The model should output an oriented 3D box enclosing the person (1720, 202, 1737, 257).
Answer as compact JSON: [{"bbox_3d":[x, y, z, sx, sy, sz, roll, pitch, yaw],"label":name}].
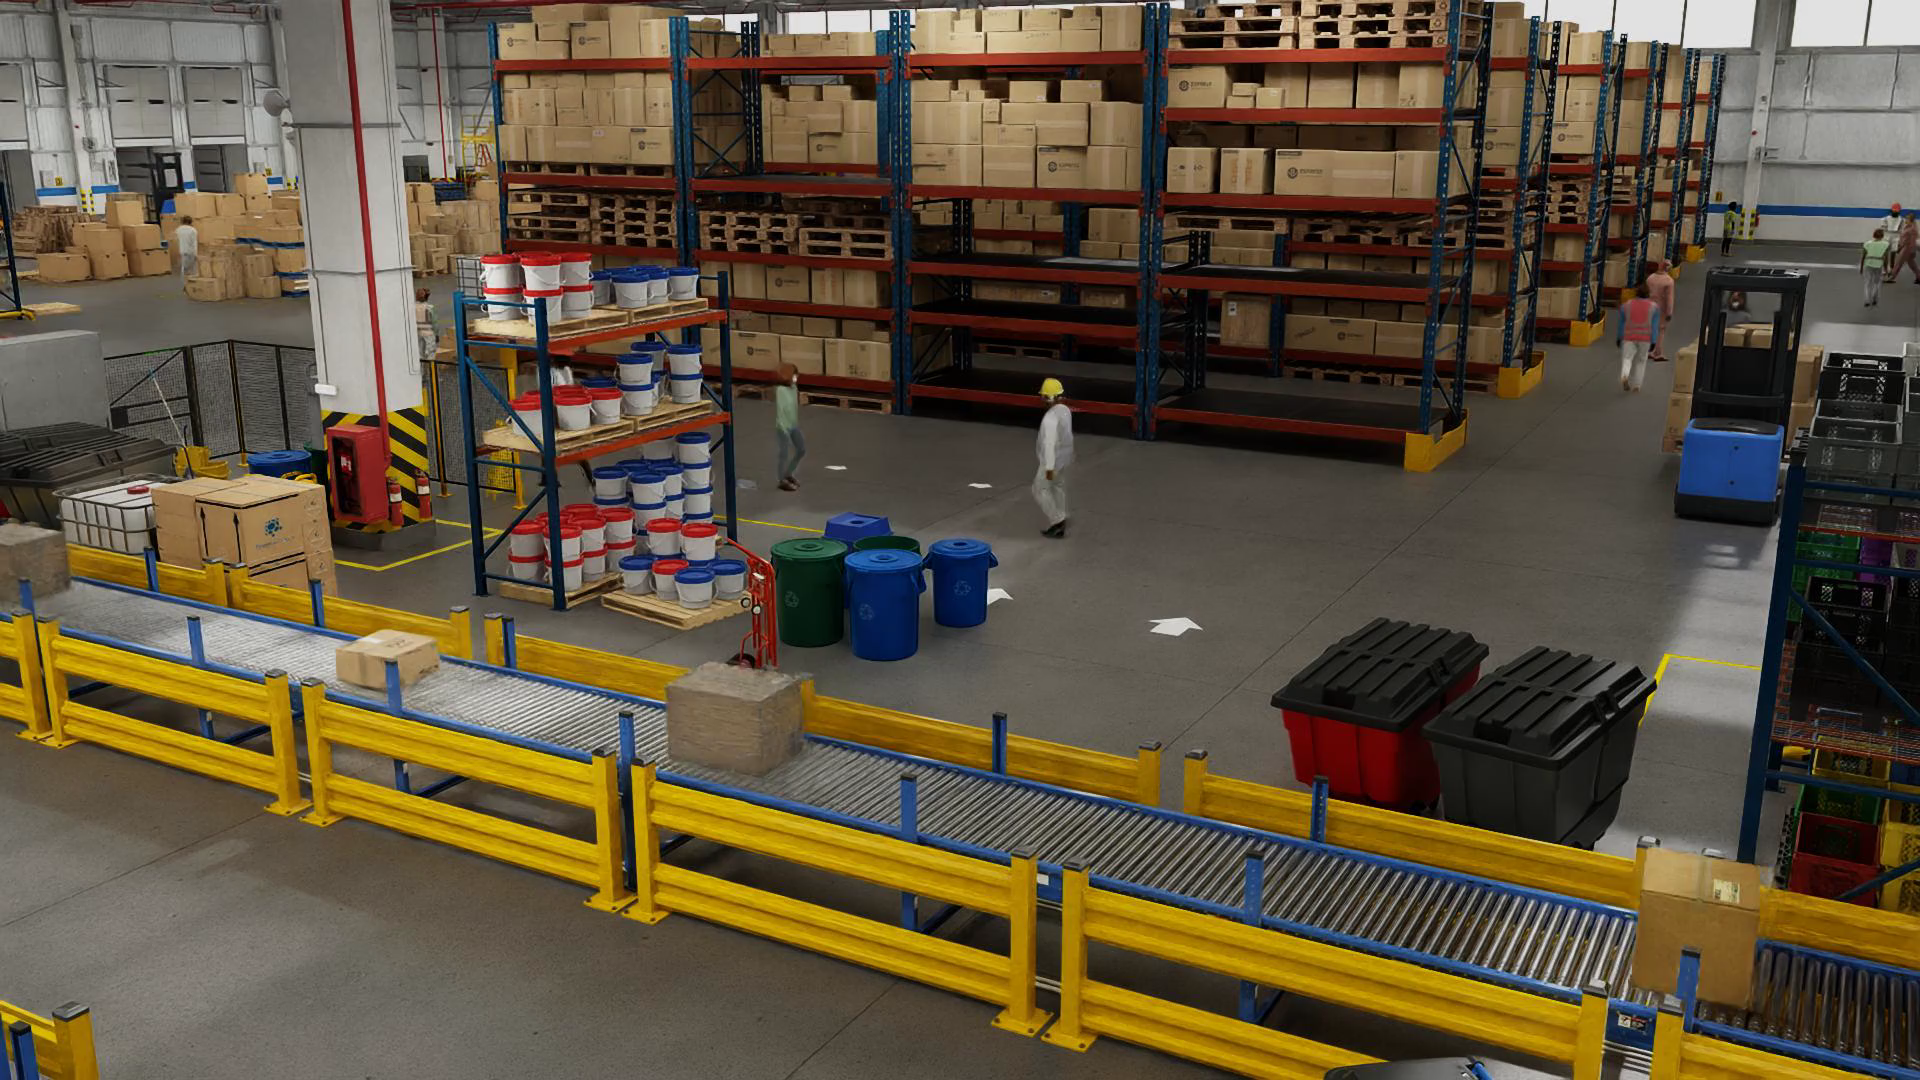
[{"bbox_3d":[23.896,-9.648,51.634,0.317,1.695,0.540,-1,15,-2],"label":"person"}]

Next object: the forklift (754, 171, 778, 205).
[{"bbox_3d":[-6.154,-10.489,52.531,1.129,2.768,1.873,8,17,27],"label":"forklift"}]

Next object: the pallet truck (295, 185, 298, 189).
[{"bbox_3d":[-26.804,-14.617,69.738,1.885,1.965,0.823,-14,20,-42],"label":"pallet truck"}]

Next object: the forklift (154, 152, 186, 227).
[{"bbox_3d":[-29.681,-13.185,62.665,1.873,2.768,1.129,8,17,28],"label":"forklift"}]

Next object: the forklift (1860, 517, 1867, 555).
[{"bbox_3d":[10.188,-0.979,16.782,1.873,2.768,1.129,8,17,28],"label":"forklift"}]

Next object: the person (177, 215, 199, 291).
[{"bbox_3d":[-19.686,-7.354,42.630,0.659,1.889,0.979,5,16,17],"label":"person"}]

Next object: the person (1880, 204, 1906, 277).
[{"bbox_3d":[25.665,-8.250,45.838,0.616,1.989,1.063,8,17,28],"label":"person"}]

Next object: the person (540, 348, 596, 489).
[{"bbox_3d":[-4.932,-1.554,20.841,0.994,1.881,0.554,8,17,27],"label":"person"}]

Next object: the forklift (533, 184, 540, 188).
[{"bbox_3d":[-16.107,-13.583,64.162,1.873,2.768,1.129,6,16,22],"label":"forklift"}]

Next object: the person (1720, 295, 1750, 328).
[{"bbox_3d":[12.978,-3.320,28.010,0.522,1.603,0.707,10,18,33],"label":"person"}]

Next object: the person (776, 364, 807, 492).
[{"bbox_3d":[-2.134,-1.396,20.759,0.379,1.622,0.499,7,16,24],"label":"person"}]

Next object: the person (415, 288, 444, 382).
[{"bbox_3d":[-9.232,-3.532,28.754,0.523,1.639,0.306,5,16,19],"label":"person"}]

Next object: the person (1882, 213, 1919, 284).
[{"bbox_3d":[25.155,-7.717,44.080,0.988,1.867,0.637,6,16,21],"label":"person"}]

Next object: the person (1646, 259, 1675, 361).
[{"bbox_3d":[13.109,-4.298,31.145,0.400,1.902,0.641,-6,16,-22],"label":"person"}]

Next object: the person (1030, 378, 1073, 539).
[{"bbox_3d":[1.031,-0.892,18.482,0.431,1.816,0.622,6,16,23],"label":"person"}]

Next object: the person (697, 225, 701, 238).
[{"bbox_3d":[-6.601,-7.191,42.422,0.561,1.672,0.665,4,15,14],"label":"person"}]

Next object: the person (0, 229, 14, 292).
[{"bbox_3d":[-24.257,-7.182,41.965,0.785,1.910,0.636,7,16,23],"label":"person"}]

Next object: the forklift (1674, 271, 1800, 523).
[{"bbox_3d":[9.269,-1.763,19.726,1.129,2.768,1.873,8,17,27],"label":"forklift"}]

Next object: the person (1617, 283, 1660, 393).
[{"bbox_3d":[11.264,-3.340,27.669,0.651,1.833,0.608,6,16,22],"label":"person"}]

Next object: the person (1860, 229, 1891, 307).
[{"bbox_3d":[21.693,-6.463,39.449,0.598,1.799,0.927,9,18,32],"label":"person"}]
